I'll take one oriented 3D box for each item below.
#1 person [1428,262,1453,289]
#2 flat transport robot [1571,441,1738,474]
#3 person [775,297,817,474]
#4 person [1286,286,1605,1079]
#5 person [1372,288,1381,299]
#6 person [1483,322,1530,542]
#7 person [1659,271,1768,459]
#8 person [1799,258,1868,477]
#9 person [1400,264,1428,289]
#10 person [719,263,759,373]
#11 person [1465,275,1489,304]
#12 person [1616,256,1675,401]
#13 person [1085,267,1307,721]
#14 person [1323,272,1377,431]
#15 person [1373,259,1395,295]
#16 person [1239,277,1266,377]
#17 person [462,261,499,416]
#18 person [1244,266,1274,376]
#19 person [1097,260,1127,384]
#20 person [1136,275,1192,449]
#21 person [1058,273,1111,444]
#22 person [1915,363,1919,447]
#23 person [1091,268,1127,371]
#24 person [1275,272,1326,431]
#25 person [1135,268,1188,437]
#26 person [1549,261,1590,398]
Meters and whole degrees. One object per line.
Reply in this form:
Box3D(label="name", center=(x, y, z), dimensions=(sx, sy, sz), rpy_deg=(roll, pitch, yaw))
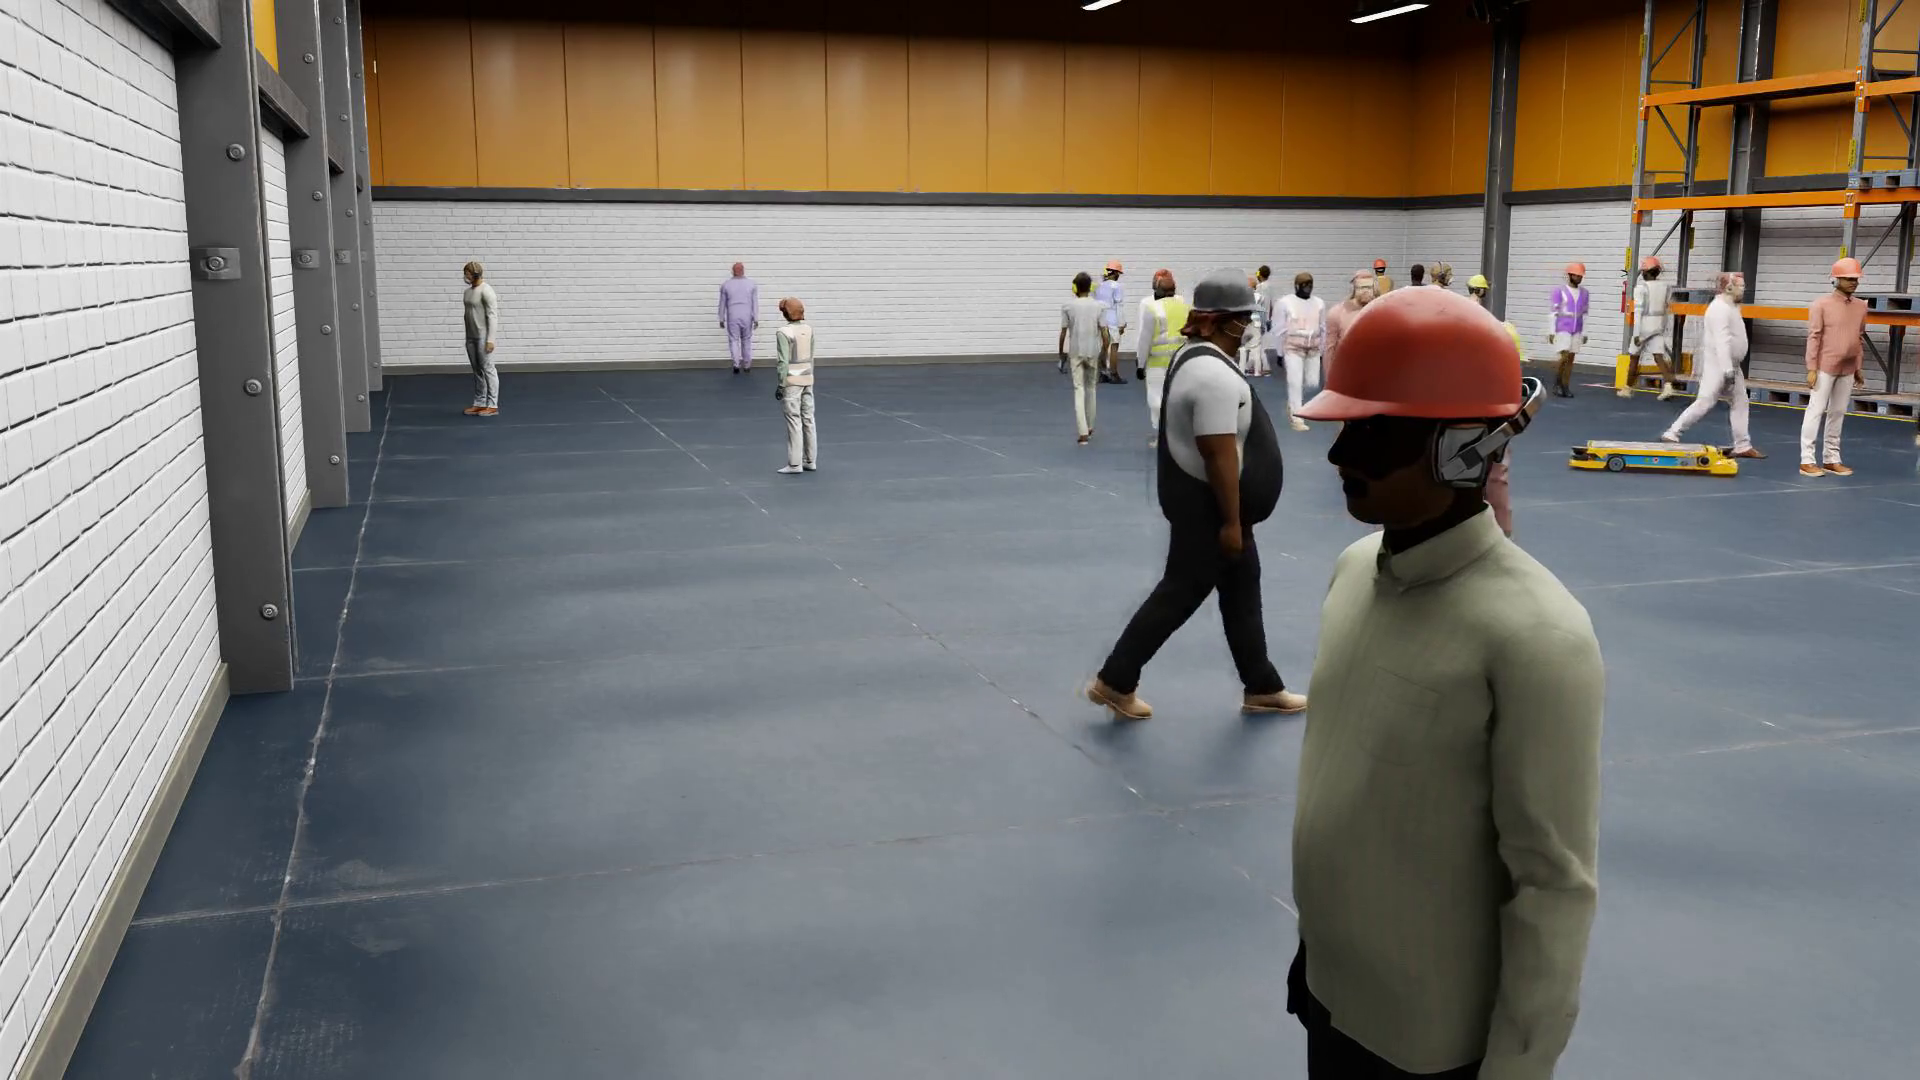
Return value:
Box3D(label="person", center=(5.458, -2.209, 19.071), dimensions=(0.370, 1.940, 0.630), rpy_deg=(-1, 10, -9))
Box3D(label="flat transport robot", center=(6.519, -0.789, 15.670), dimensions=(1.431, 0.197, 0.652), rpy_deg=(4, 10, 20))
Box3D(label="person", center=(-1.523, -1.427, 15.413), dimensions=(0.313, 1.636, 0.517), rpy_deg=(6, 12, 31))
Box3D(label="person", center=(0.639, 0.644, 2.389), dimensions=(0.381, 1.994, 0.619), rpy_deg=(-3, 10, -16))
Box3D(label="person", center=(5.429, -2.566, 22.143), dimensions=(0.512, 1.592, 0.863), rpy_deg=(0, 10, 2))
Box3D(label="person", center=(2.241, -0.060, 7.164), dimensions=(0.398, 1.749, 0.543), rpy_deg=(0, 10, 1))
Box3D(label="person", center=(7.541, -1.741, 16.582), dimensions=(0.951, 1.868, 0.641), rpy_deg=(7, 12, 36))
Box3D(label="person", center=(8.028, -1.576, 15.236), dimensions=(0.612, 1.995, 0.392), rpy_deg=(-3, 10, -15))
Box3D(label="person", center=(6.428, -2.927, 23.370), dimensions=(0.605, 1.893, 0.799), rpy_deg=(1, 10, 7))
Box3D(label="person", center=(-3.769, -3.790, 28.401), dimensions=(0.660, 1.881, 0.811), rpy_deg=(-1, 10, -8))
Box3D(label="person", center=(6.471, -2.447, 20.945), dimensions=(0.310, 1.770, 0.522), rpy_deg=(0, 10, 2))
Box3D(label="person", center=(9.591, -2.928, 23.073), dimensions=(0.622, 2.001, 1.044), rpy_deg=(-3, 10, -15))
Box3D(label="person", center=(1.031, -0.209, 7.193), dimensions=(1.007, 2.000, 0.683), rpy_deg=(0, 10, 2))
Box3D(label="person", center=(3.601, -1.442, 14.821), dimensions=(0.667, 1.861, 0.951), rpy_deg=(0, 10, 2))
Box3D(label="person", center=(7.621, -4.139, 30.259), dimensions=(0.544, 1.933, 0.376), rpy_deg=(-3, 10, -19))
Box3D(label="person", center=(4.782, -3.502, 27.424), dimensions=(0.523, 1.636, 0.310), rpy_deg=(1, 10, 7))
Box3D(label="person", center=(-6.032, -2.522, 20.903), dimensions=(0.379, 1.933, 0.629), rpy_deg=(-9, 14, -44))
Box3D(label="person", center=(4.905, -3.622, 27.580), dimensions=(0.614, 1.831, 0.623), rpy_deg=(7, 12, 34))
Box3D(label="person", center=(2.381, -3.398, 25.981), dimensions=(0.372, 1.929, 0.543), rpy_deg=(-7, 12, -36))
Box3D(label="person", center=(2.150, -1.786, 16.974), dimensions=(0.646, 1.824, 0.674), rpy_deg=(-6, 12, -32))
Box3D(label="person", center=(1.326, -1.971, 18.035), dimensions=(0.542, 1.816, 0.944), rpy_deg=(-1, 10, -5))
Box3D(label="person", center=(10.291, -1.818, 17.516), dimensions=(0.317, 1.696, 0.541), rpy_deg=(4, 11, 22))
Box3D(label="person", center=(2.620, -3.836, 28.875), dimensions=(0.608, 1.799, 0.833), rpy_deg=(4, 11, 23))
Box3D(label="person", center=(3.923, -2.182, 19.247), dimensions=(0.631, 1.826, 0.604), rpy_deg=(-2, 10, -14))
Box3D(label="person", center=(2.253, -2.064, 18.433), dimensions=(0.591, 1.874, 0.455), rpy_deg=(-3, 10, -18))
Box3D(label="person", center=(8.598, -2.954, 23.427), dimensions=(0.566, 1.920, 0.444), rpy_deg=(-2, 10, -12))
